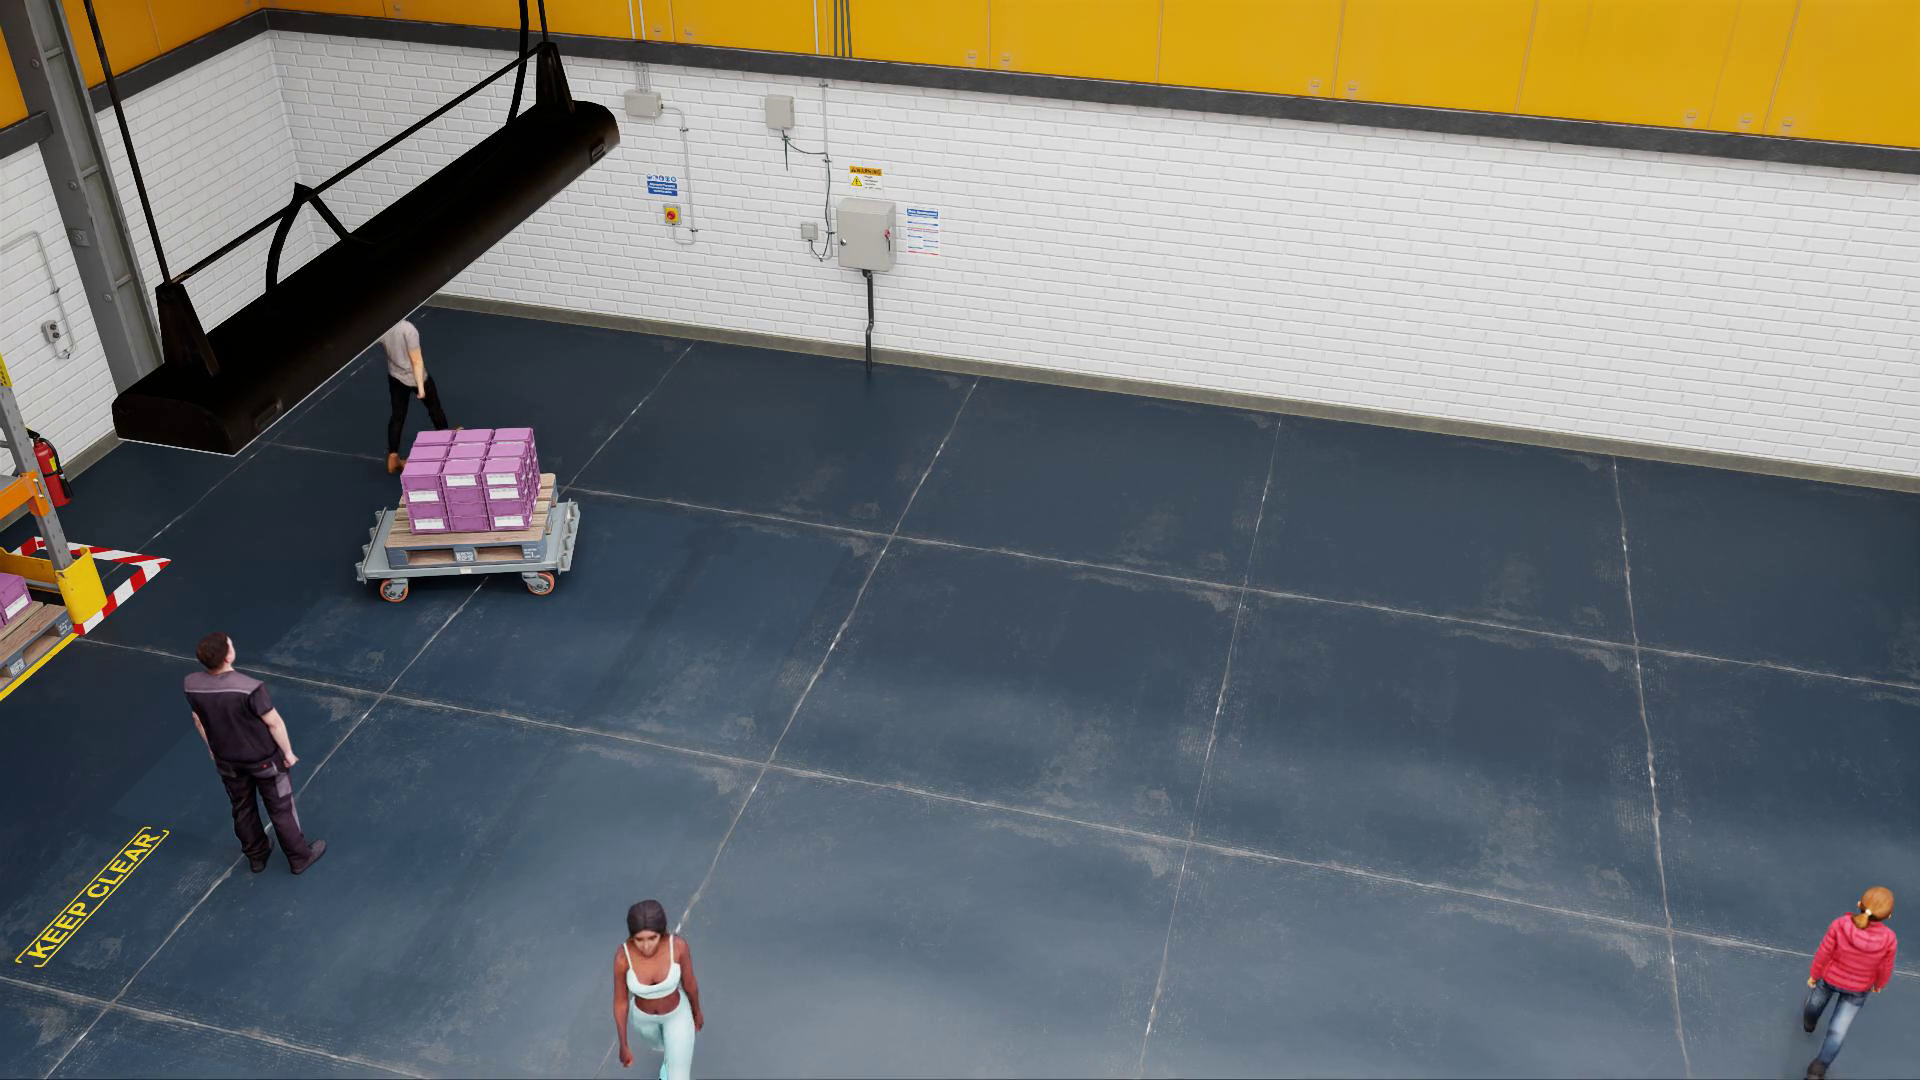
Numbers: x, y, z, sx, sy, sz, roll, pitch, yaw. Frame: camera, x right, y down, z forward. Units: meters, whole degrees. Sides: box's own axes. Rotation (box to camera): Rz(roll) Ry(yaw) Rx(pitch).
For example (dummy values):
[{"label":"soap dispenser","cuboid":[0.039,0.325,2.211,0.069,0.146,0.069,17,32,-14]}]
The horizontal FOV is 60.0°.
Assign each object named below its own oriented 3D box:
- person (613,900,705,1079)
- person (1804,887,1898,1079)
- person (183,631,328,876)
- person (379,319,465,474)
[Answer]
[{"label":"person","cuboid":[-1.572,2.465,8.735,0.886,1.673,1.253,-3,34,-5]},{"label":"person","cuboid":[4.819,2.468,9.081,0.701,1.285,0.952,19,38,26]},{"label":"person","cuboid":[-4.405,1.325,10.294,0.745,1.846,0.630,4,34,6]},{"label":"person","cuboid":[-4.882,-1.378,14.514,0.722,1.676,1.171,13,36,19]}]
